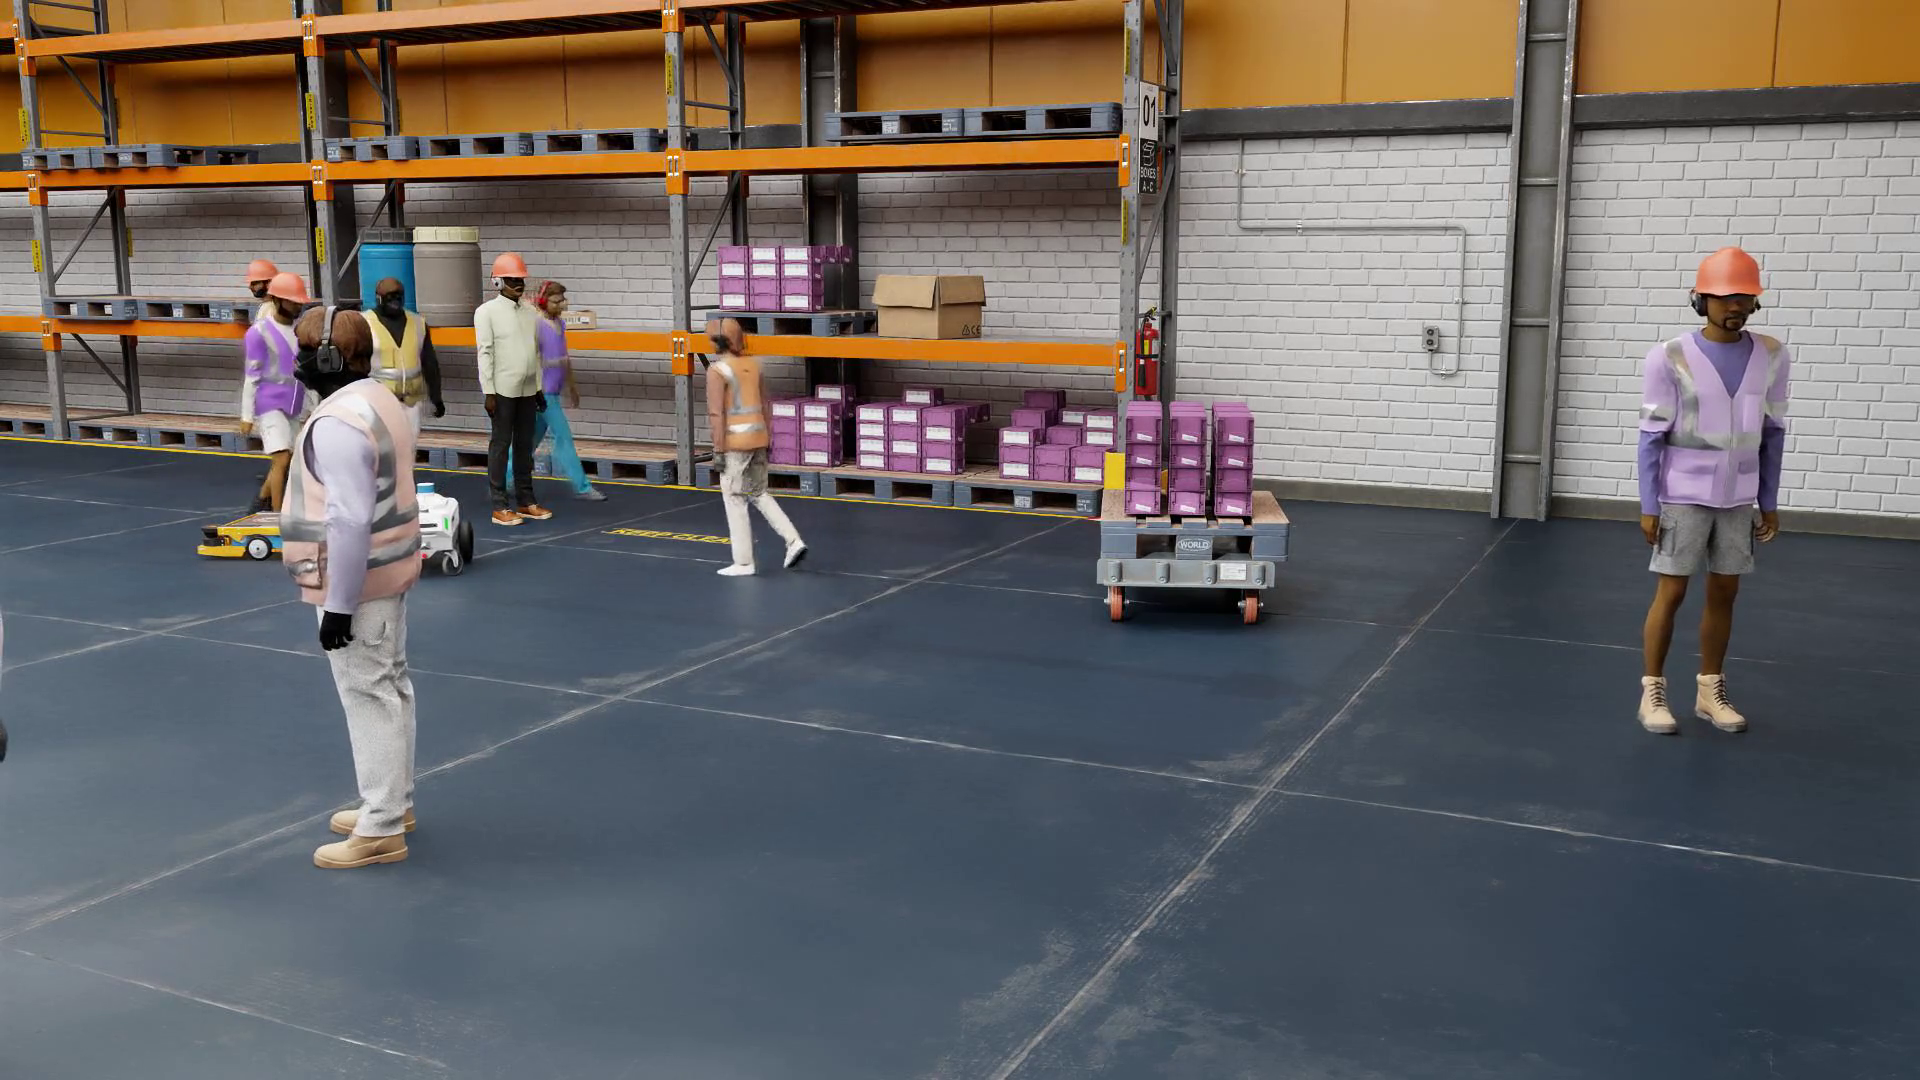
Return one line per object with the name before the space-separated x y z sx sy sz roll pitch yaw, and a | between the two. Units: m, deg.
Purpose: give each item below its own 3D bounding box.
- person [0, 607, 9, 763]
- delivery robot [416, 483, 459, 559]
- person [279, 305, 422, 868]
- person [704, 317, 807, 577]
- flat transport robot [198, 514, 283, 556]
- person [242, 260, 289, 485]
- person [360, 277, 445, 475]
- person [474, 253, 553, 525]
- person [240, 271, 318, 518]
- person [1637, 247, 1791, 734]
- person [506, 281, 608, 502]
person | -2.582 0.405 3.874 0.643 1.910 0.400 -5 11 -28
delivery robot | -3.349 -0.115 10.455 0.477 0.478 0.707 -2 10 -12
person | -2.005 0.155 5.497 0.430 1.844 0.624 -1 10 -8
person | -1.292 -0.560 10.238 0.530 1.617 0.538 5 11 26
flat transport robot | -4.249 -0.045 11.132 1.431 0.197 0.652 0 10 1
person | -5.929 -1.433 14.318 0.371 1.933 0.552 -8 13 -40
person | -4.227 -1.053 12.467 0.665 1.818 0.519 -9 13 -41
person | -3.308 -1.116 12.334 0.382 1.995 0.612 5 11 27
person | -4.863 -0.950 11.754 0.777 1.891 0.610 4 11 24
person | 3.126 -0.185 6.913 0.612 2.034 0.432 0 10 -2
person | -3.333 -1.177 13.326 0.938 1.788 0.657 1 10 5
